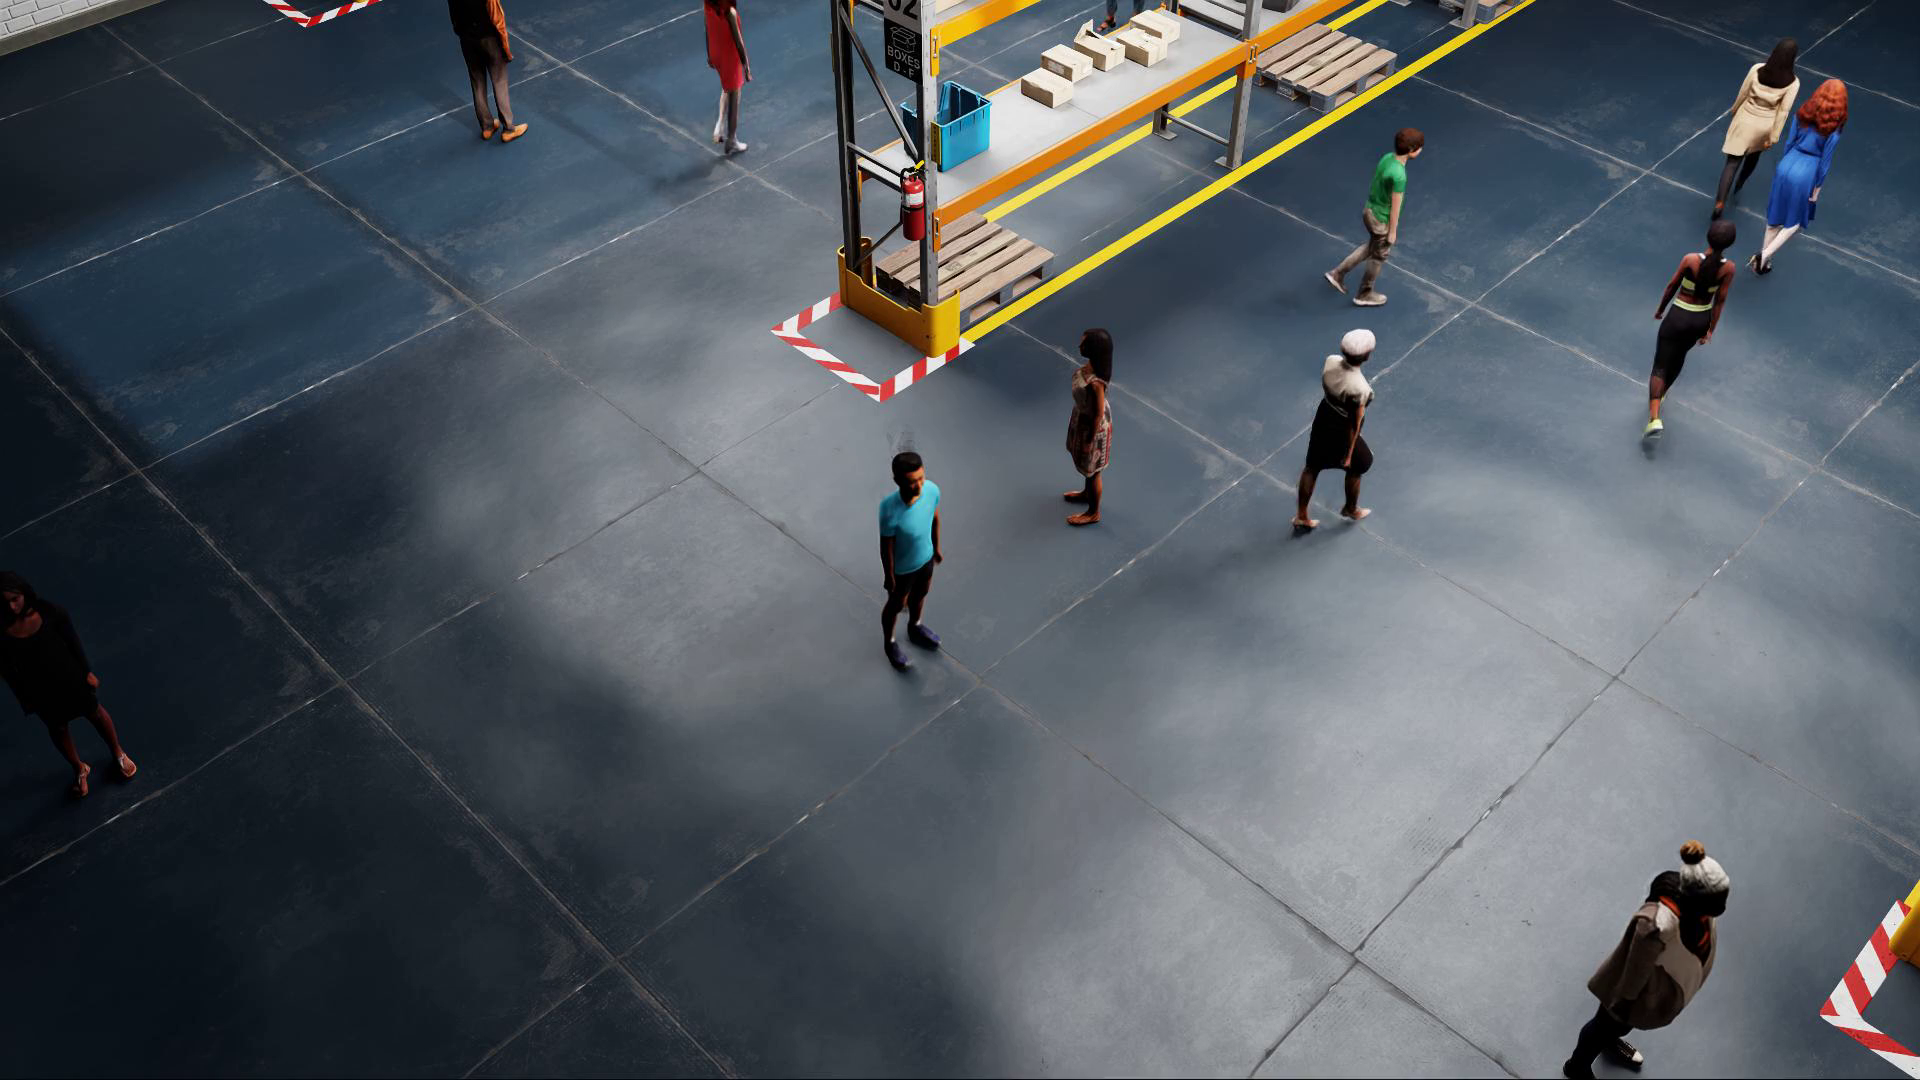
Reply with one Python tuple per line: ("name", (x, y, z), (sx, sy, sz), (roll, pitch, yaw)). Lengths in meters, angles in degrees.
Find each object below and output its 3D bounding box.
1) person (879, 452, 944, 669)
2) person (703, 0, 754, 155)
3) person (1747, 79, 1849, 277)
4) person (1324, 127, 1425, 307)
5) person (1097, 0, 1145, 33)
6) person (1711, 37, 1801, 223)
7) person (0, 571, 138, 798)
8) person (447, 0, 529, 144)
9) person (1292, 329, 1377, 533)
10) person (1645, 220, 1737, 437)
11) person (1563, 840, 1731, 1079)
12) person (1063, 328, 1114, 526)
("person", (-0.346, 0.105, 10.627), (0.469, 1.766, 0.666), (-34, 53, -30))
("person", (-2.214, -4.345, 15.264), (0.606, 1.813, 0.621), (34, 53, 31))
("person", (6.856, -2.933, 13.783), (0.808, 1.811, 0.710), (-22, 48, -22))
("person", (3.335, -2.601, 13.572), (0.921, 1.622, 0.854), (-1, 44, -1))
("person", (1.832, -6.088, 17.201), (0.766, 1.666, 0.642), (-32, 52, -29))
("person", (6.909, -3.546, 14.558), (0.817, 1.631, 1.178), (22, 48, 21))
("person", (-5.384, 0.836, 9.892), (0.535, 1.722, 0.721), (-22, 48, -22))
("person", (-4.459, -4.627, 15.491), (0.787, 1.908, 0.785), (11, 45, 12))
("person", (2.522, -0.704, 11.499), (0.930, 1.735, 0.762), (-21, 47, -21))
("person", (5.400, -1.545, 12.390), (0.932, 1.724, 1.134), (9, 44, 9))
("person", (3.468, 2.150, 8.393), (0.606, 1.888, 0.744), (-31, 52, -29))
("person", (0.928, -0.811, 11.676), (0.766, 1.645, 0.712), (-1, 44, -1))
